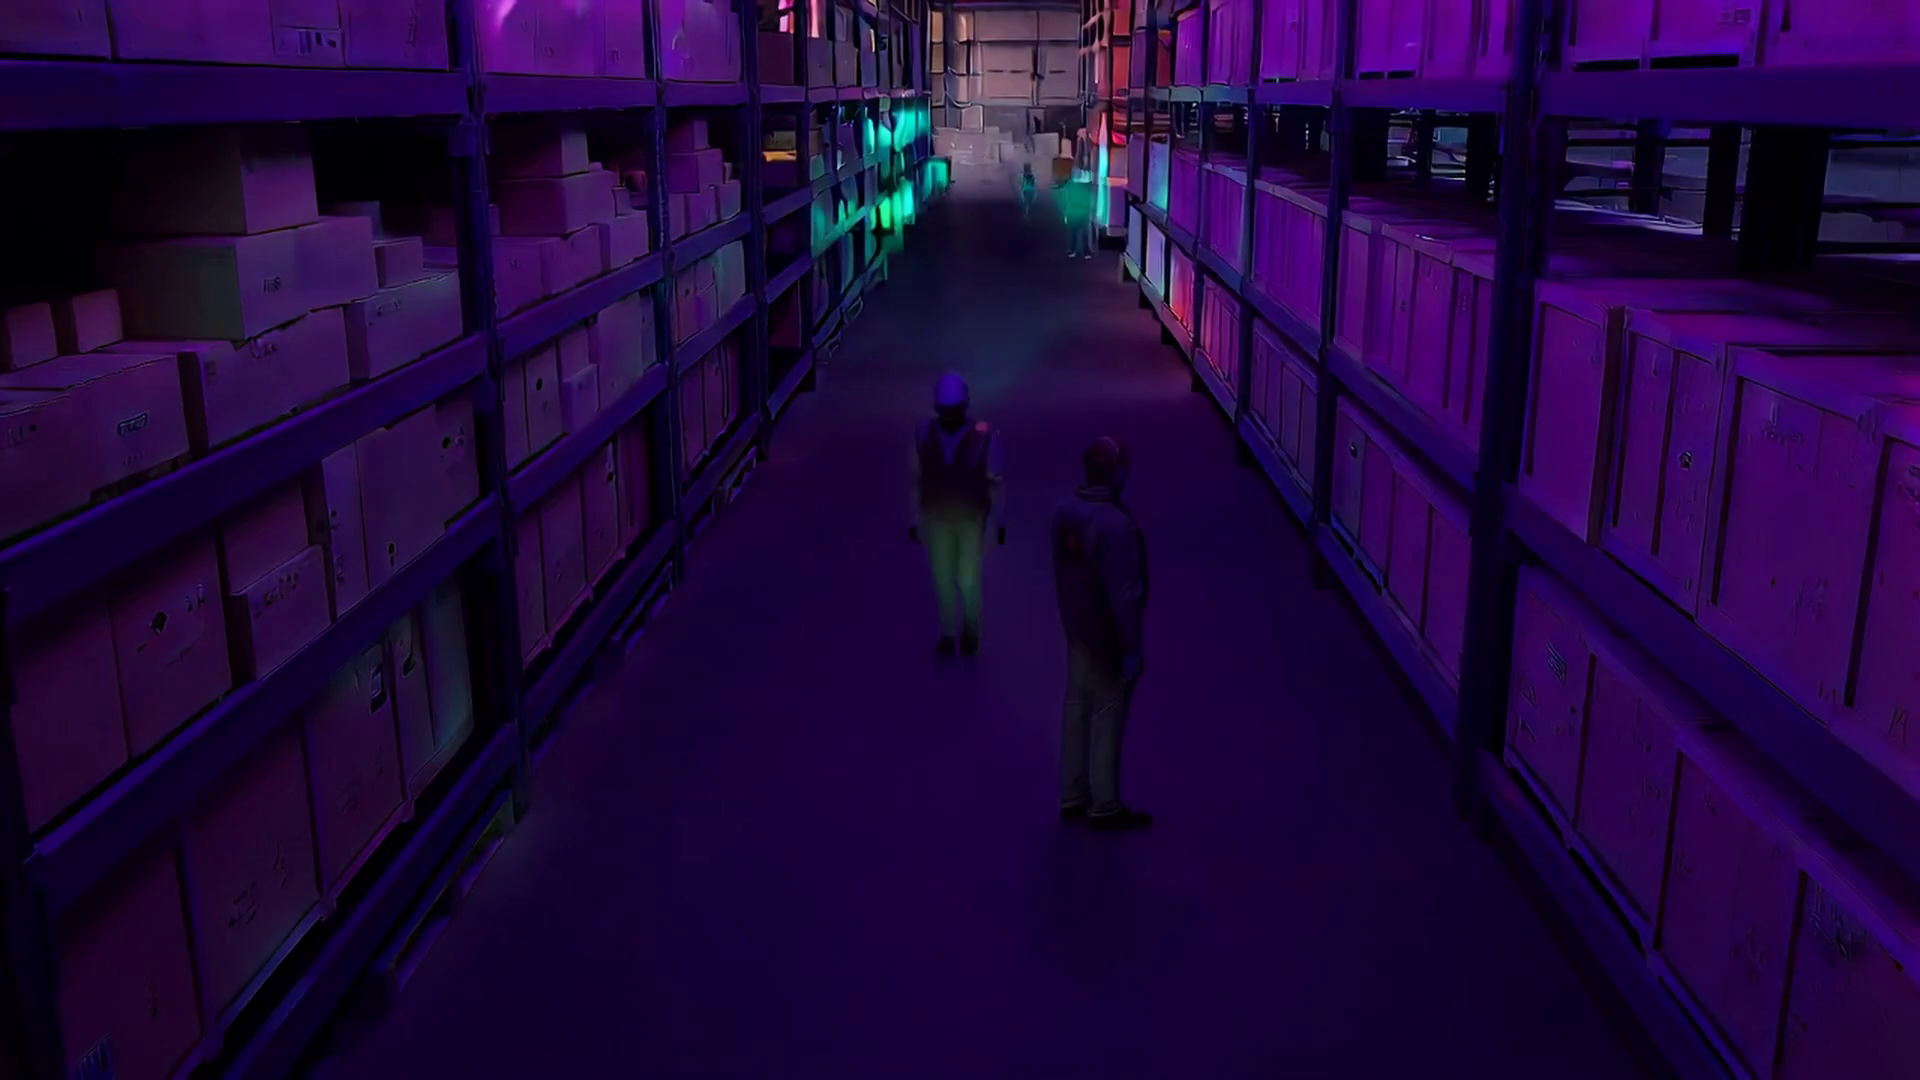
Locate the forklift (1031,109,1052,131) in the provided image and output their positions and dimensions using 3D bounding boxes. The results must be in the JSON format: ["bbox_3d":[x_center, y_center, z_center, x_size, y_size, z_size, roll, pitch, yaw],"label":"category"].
[{"bbox_3d":[3.425,-16.734,70.052,1.129,2.768,1.873,0,15,2],"label":"forklift"}]

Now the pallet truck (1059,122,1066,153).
[{"bbox_3d":[5.788,-21.111,88.014,1.885,1.965,0.823,5,16,18],"label":"pallet truck"}]

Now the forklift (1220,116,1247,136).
[{"bbox_3d":[7.857,-10.677,47.518,1.129,2.768,1.873,0,15,2],"label":"forklift"}]

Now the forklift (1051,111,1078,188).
[{"bbox_3d":[4.389,-14.524,61.831,1.873,2.768,1.129,3,15,10],"label":"forklift"}]

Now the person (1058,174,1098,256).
[{"bbox_3d":[2.615,-7.115,36.336,0.976,1.803,0.627,7,16,23],"label":"person"}]

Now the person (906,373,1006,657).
[{"bbox_3d":[-0.035,-0.143,10.339,0.627,1.814,0.432,4,16,16],"label":"person"}]

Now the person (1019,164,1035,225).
[{"bbox_3d":[1.834,-9.337,44.943,0.591,1.616,0.332,-14,21,-42],"label":"person"}]

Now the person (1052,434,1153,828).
[{"bbox_3d":[0.704,0.437,8.002,0.409,1.910,0.651,-7,17,-25],"label":"person"}]

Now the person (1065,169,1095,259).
[{"bbox_3d":[2.549,-6.954,35.547,0.636,1.900,0.397,6,16,20],"label":"person"}]

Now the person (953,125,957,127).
[{"bbox_3d":[-0.335,-19.695,82.879,0.502,1.925,0.644,1,15,5],"label":"person"}]
